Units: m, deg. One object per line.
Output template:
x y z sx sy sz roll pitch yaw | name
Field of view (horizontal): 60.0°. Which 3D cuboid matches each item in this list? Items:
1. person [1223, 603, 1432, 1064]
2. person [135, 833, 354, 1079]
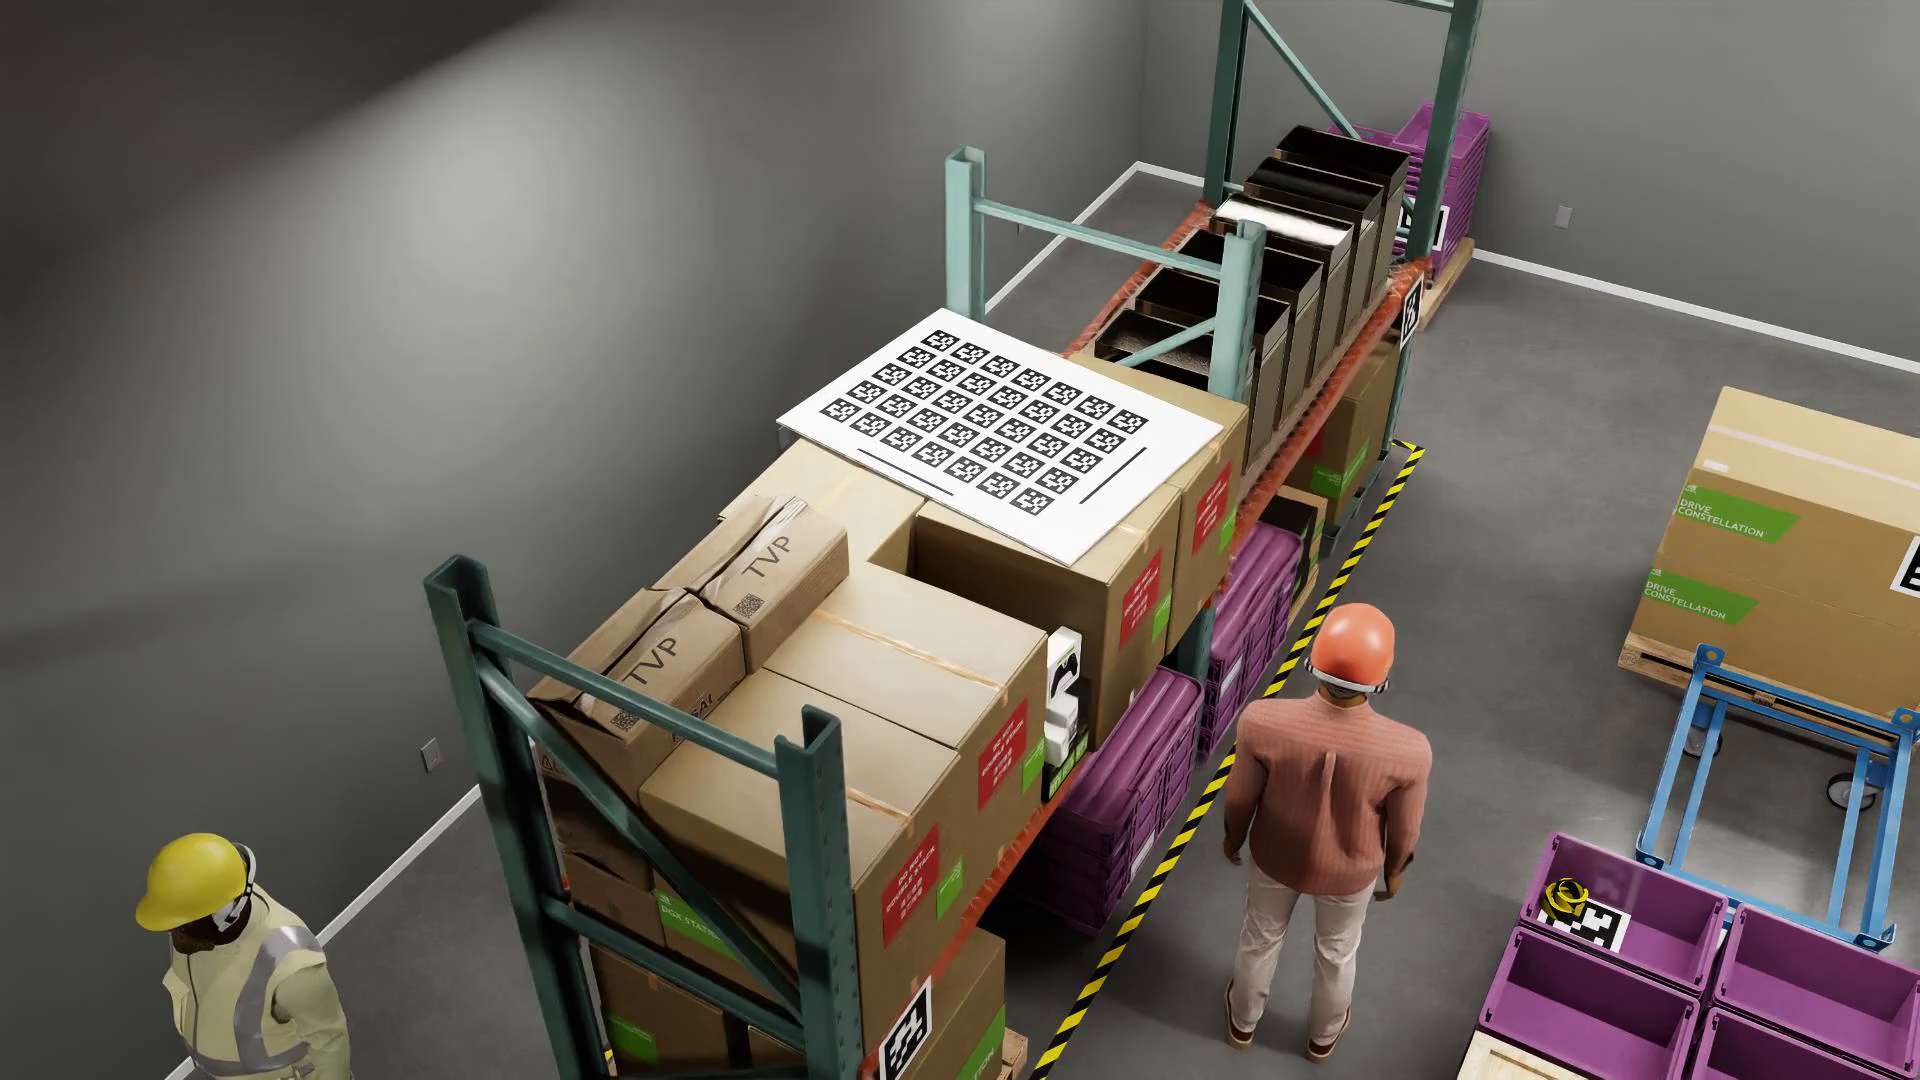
1.149 0.986 5.377 0.608 1.996 0.380 11 41 13 | person
-2.018 1.495 4.895 0.588 1.834 0.403 24 46 26 | person
